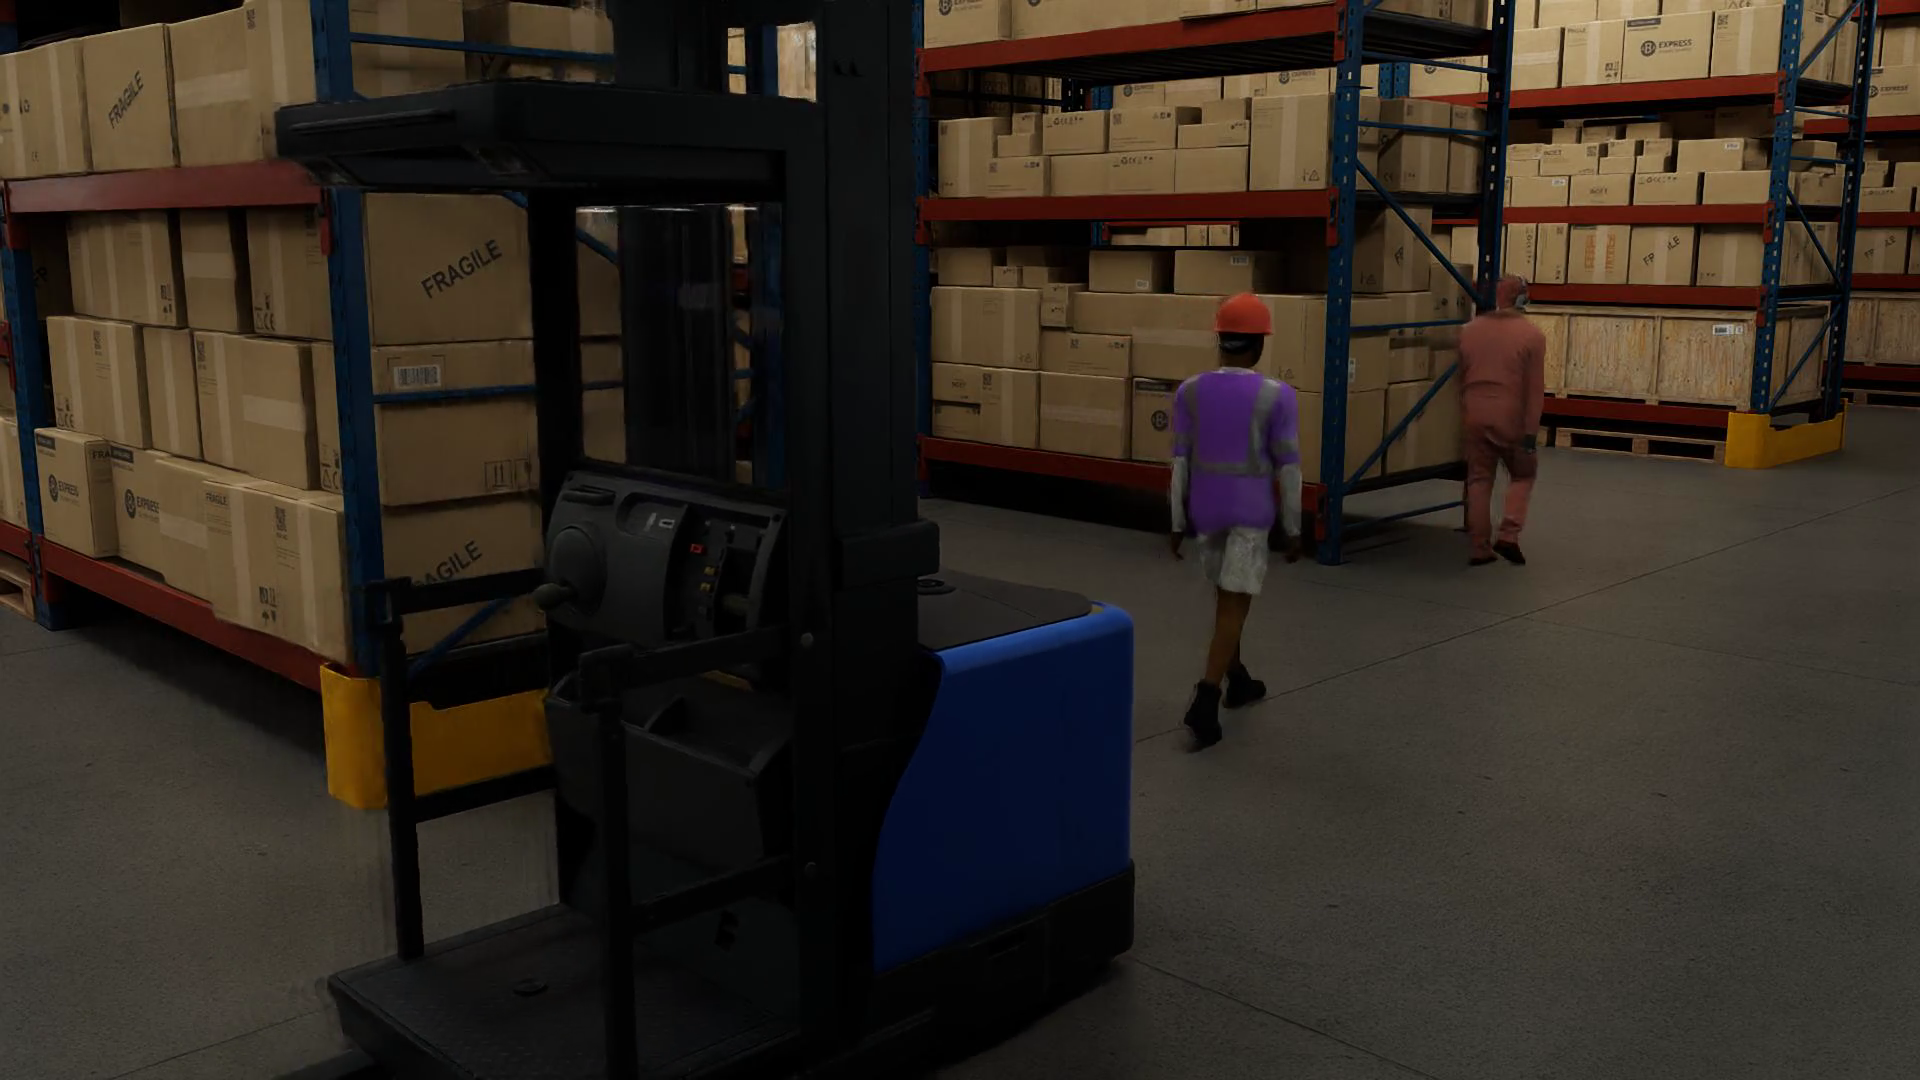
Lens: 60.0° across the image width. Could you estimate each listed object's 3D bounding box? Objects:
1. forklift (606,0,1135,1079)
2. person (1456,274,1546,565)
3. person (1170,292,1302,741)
[{"bbox_3d":[-0.481,-0.093,4.358,1.873,2.768,1.129,-10,14,-44],"label":"forklift"},{"bbox_3d":[3.499,-0.764,10.752,0.639,1.886,0.465,10,14,43],"label":"person"},{"bbox_3d":[1.167,-0.113,7.174,0.560,1.899,0.978,6,12,31],"label":"person"}]
